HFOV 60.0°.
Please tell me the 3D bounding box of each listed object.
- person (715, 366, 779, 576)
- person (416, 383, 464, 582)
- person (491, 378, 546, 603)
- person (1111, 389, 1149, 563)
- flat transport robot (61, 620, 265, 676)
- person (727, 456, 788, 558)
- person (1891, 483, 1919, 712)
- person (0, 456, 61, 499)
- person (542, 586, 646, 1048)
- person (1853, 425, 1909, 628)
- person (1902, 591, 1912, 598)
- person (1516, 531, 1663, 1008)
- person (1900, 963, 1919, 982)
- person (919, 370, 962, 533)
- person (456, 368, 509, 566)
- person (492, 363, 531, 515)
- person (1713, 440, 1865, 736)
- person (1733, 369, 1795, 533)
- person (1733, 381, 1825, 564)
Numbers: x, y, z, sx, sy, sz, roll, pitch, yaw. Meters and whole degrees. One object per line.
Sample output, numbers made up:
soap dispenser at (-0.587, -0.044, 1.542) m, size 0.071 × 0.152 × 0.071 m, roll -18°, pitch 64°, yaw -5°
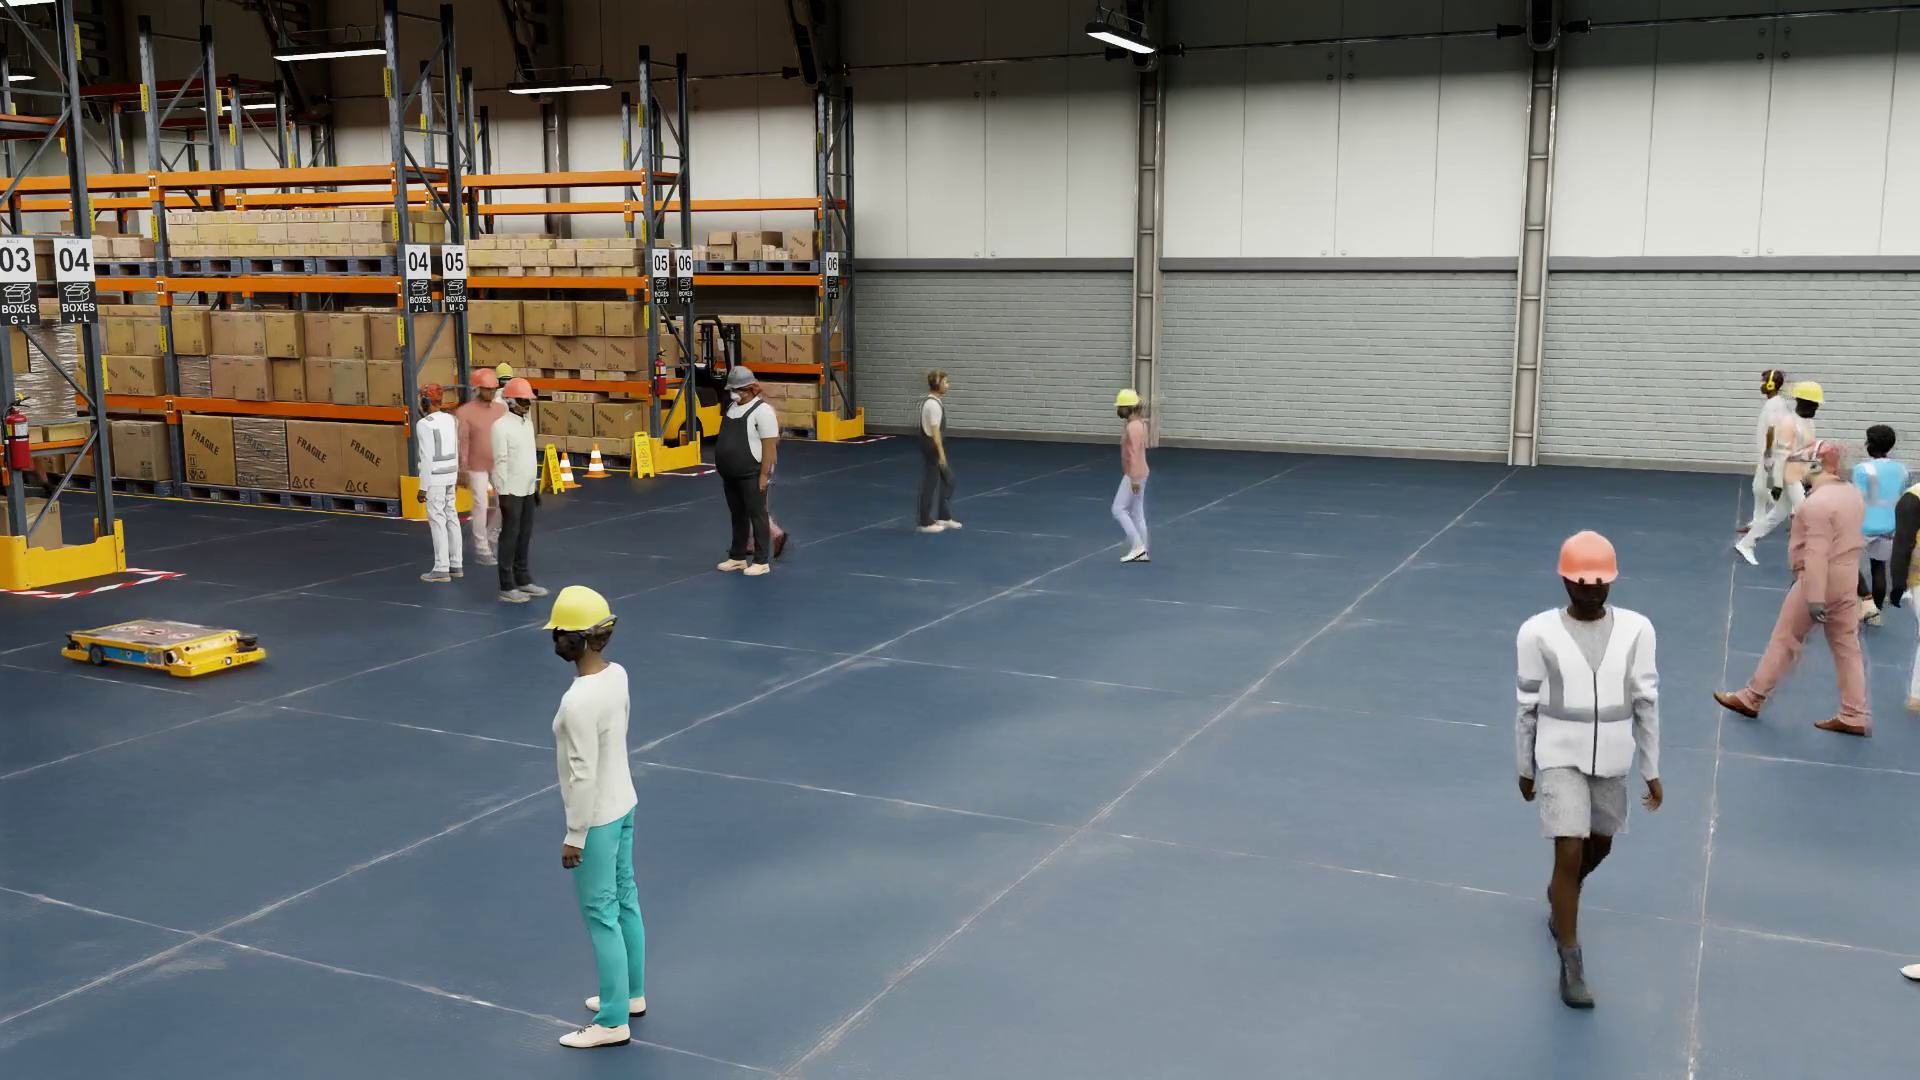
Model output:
person at (-2.103, -0.679, 16.075) m, size 0.675 × 2.000 × 0.536 m, roll 9°, pitch 13°, yaw 44°
person at (-4.936, -0.545, 15.734) m, size 0.337 × 1.882 × 0.584 m, roll 3°, pitch 10°, yaw 15°
person at (-3.925, -0.450, 14.817) m, size 0.402 × 1.990 × 0.622 m, roll 2°, pitch 10°, yaw 13°
person at (1.719, -0.632, 16.660) m, size 0.402 × 1.751 × 0.537 m, roll 2°, pitch 9°, yaw 12°
flat transport robot at (-5.987, 0.790, 12.479) m, size 1.431 × 0.197 × 0.652 m, roll 5°, pitch 10°, yaw 27°
person at (-2.084, -0.732, 16.917) m, size 0.764 × 1.874 × 0.640 m, roll 4°, pitch 10°, yaw 23°
person at (6.426, 0.304, 10.712) m, size 0.654 × 1.819 × 0.756 m, roll -2°, pitch 9°, yaw -11°
person at (-12.070, -1.458, 21.366) m, size 1.017 × 1.888 × 0.556 m, roll 4°, pitch 10°, yaw 25°
person at (-1.406, 1.047, 6.338) m, size 0.326 × 1.767 × 0.533 m, roll 1°, pitch 9°, yaw 6°
person at (7.494, -0.107, 13.659) m, size 0.544 × 1.684 × 0.371 m, roll -3°, pitch 10°, yaw -15°
person at (8.837, -0.312, 14.794) m, size 0.699 × 1.724 × 0.491 m, roll 3°, pitch 10°, yaw 16°
person at (2.591, 0.883, 6.940) m, size 0.564 × 1.907 × 0.917 m, roll 1°, pitch 9°, yaw 5°
person at (4.122, 1.009, 6.624) m, size 0.661 × 1.743 × 0.528 m, roll 2°, pitch 9°, yaw 10°
person at (-0.176, -0.977, 18.541) m, size 0.632 × 1.828 × 0.541 m, roll 0°, pitch 9°, yaw -1°
person at (-4.708, -0.724, 16.545) m, size 0.425 × 1.976 × 0.641 m, roll 9°, pitch 13°, yaw 44°
person at (-5.411, -1.192, 19.854) m, size 0.602 × 1.830 × 0.404 m, roll -7°, pitch 11°, yaw -36°
person at (5.431, 0.288, 10.693) m, size 0.637 × 1.856 × 0.948 m, roll -7°, pitch 11°, yaw -36°
person at (8.998, -0.958, 18.375) m, size 0.649 × 1.854 × 0.517 m, roll 7°, pitch 12°, yaw 37°
person at (8.130, -0.634, 16.324) m, size 0.973 × 1.877 × 0.588 m, roll 9°, pitch 13°, yaw 43°
